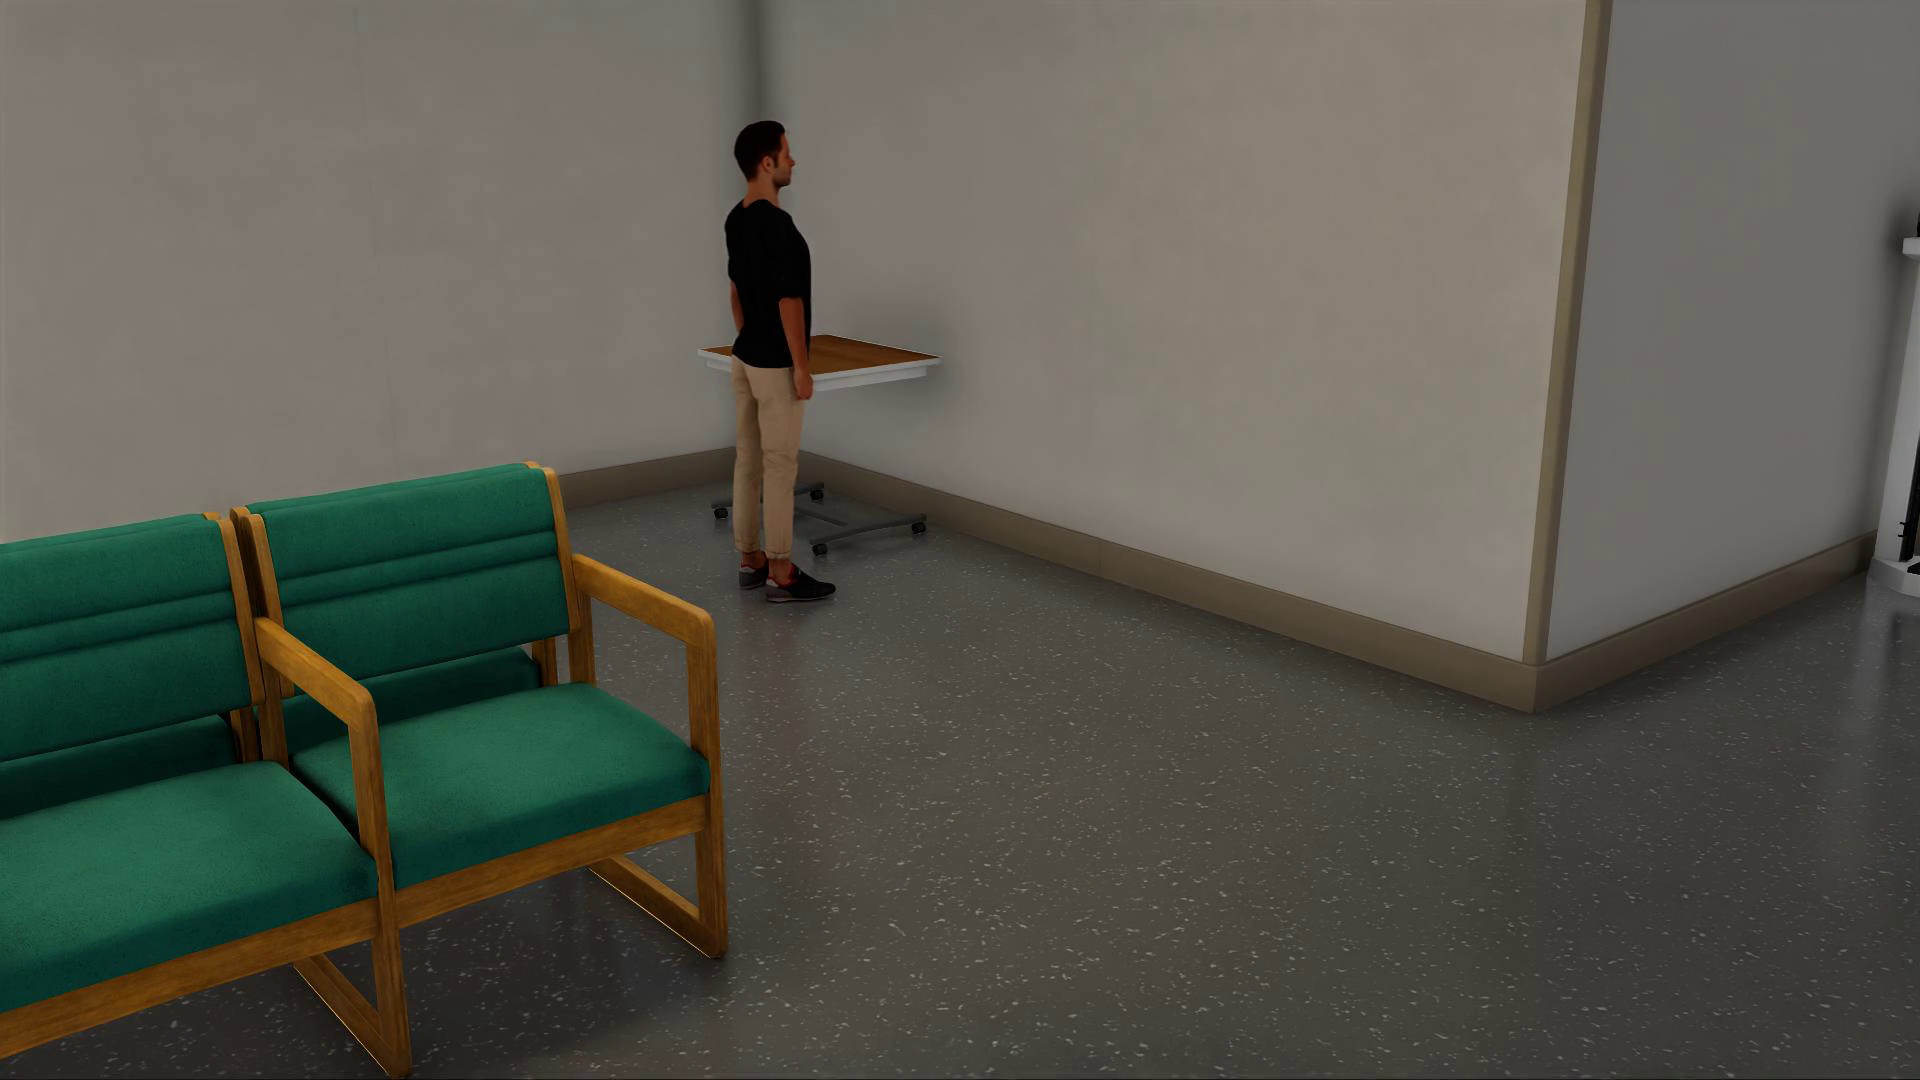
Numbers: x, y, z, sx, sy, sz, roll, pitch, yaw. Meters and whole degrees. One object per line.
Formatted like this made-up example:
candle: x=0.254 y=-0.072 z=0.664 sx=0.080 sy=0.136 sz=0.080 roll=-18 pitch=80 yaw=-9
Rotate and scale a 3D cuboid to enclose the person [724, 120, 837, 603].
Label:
person: x=-0.756 y=-0.694 z=6.526 sx=0.728 sy=1.859 sz=0.512 roll=-9 pitch=18 yaw=-30
